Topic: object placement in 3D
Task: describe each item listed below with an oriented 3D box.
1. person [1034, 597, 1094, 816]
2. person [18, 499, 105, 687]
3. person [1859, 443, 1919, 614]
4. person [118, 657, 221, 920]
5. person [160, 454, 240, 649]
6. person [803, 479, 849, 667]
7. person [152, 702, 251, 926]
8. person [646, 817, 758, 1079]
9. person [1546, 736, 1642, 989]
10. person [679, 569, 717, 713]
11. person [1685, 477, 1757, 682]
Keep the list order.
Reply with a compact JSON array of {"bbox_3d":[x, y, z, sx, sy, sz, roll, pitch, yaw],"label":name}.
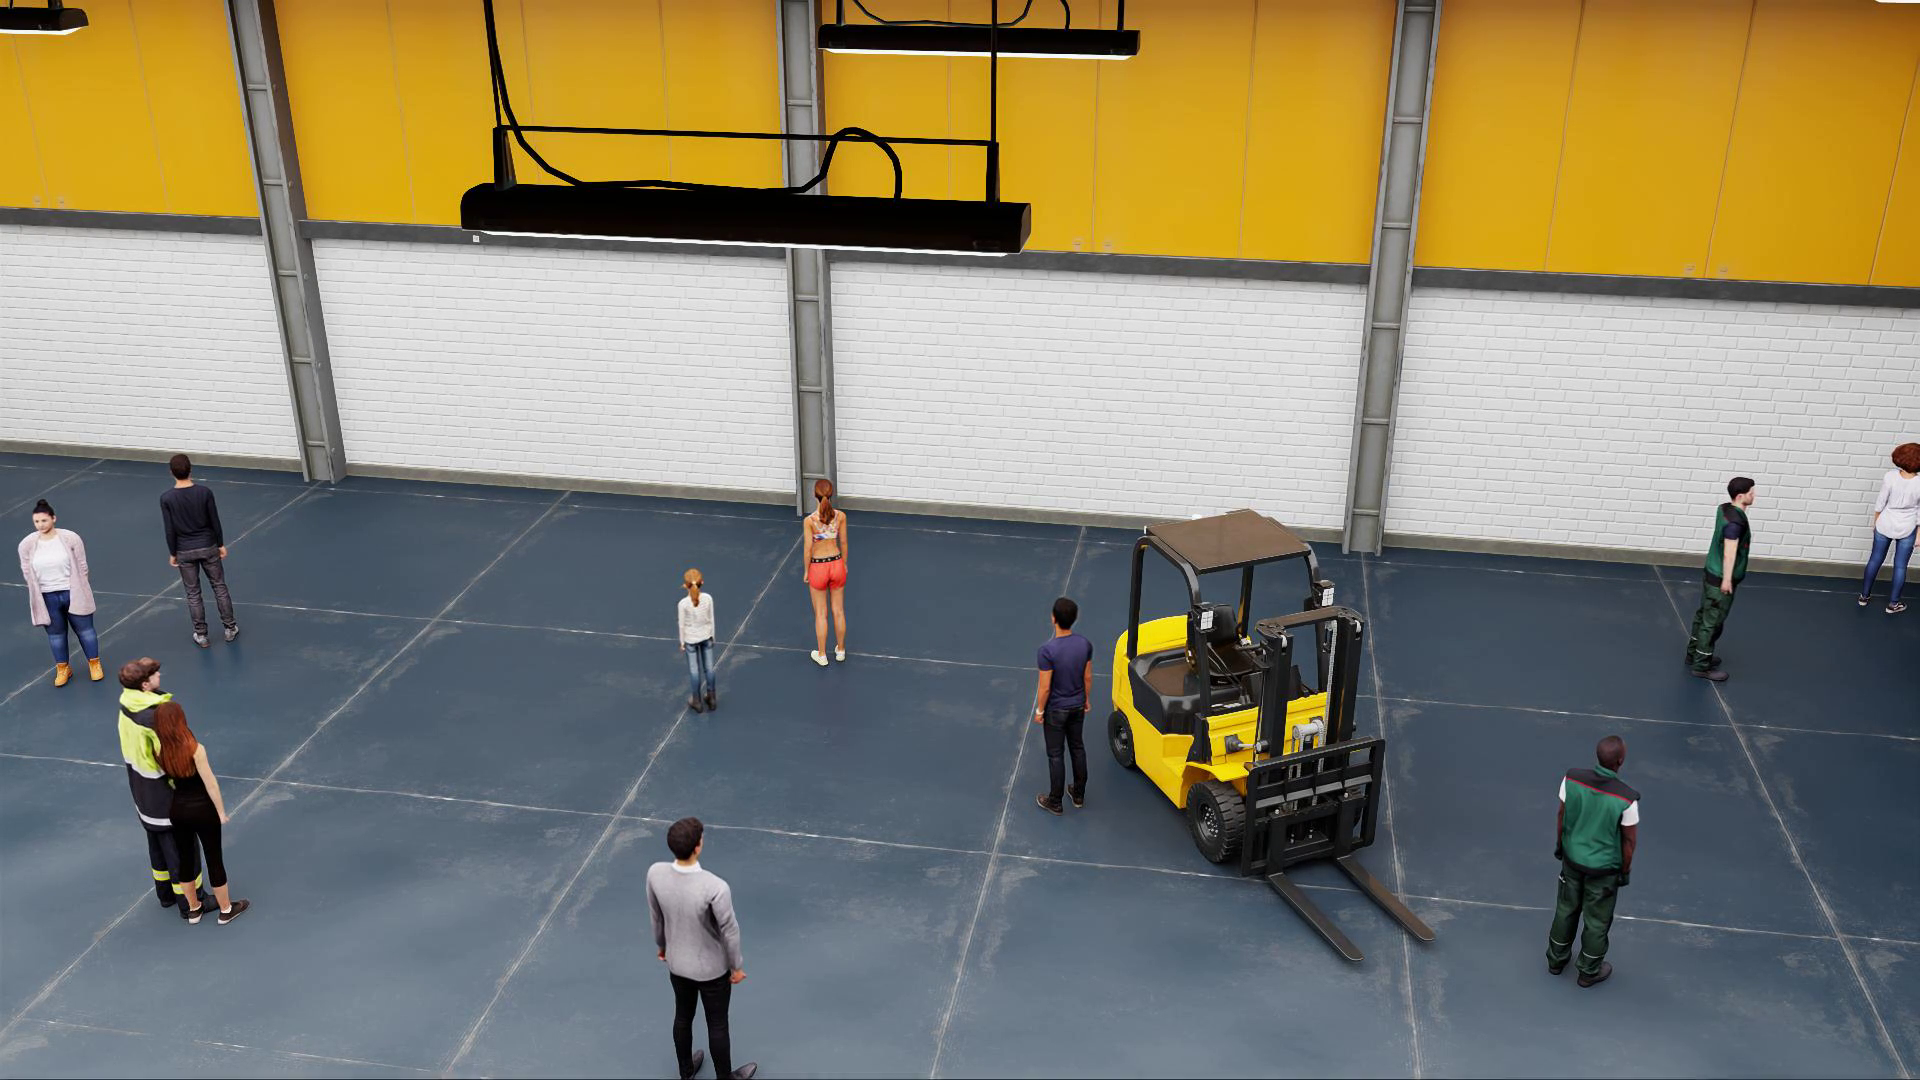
[{"bbox_3d":[0.805,1.282,12.862,0.684,1.790,0.774,-13,27,-27],"label":"person"},{"bbox_3d":[-8.005,0.454,14.814,0.747,1.744,0.851,-9,25,-19],"label":"person"},{"bbox_3d":[9.137,-0.141,16.214,0.802,1.712,0.725,-20,30,-37],"label":"person"},{"bbox_3d":[-5.577,1.715,11.632,0.786,1.983,0.928,18,29,35],"label":"person"},{"bbox_3d":[-7.102,0.095,15.480,0.700,1.869,0.778,-14,27,-28],"label":"person"},{"bbox_3d":[-1.214,0.288,15.134,0.655,1.791,0.744,-9,25,-20],"label":"person"},{"bbox_3d":[-5.341,1.891,11.549,0.454,1.726,0.628,3,24,6],"label":"person"},{"bbox_3d":[-1.572,2.492,9.928,0.647,1.923,0.851,9,25,20],"label":"person"},{"bbox_3d":[4.157,2.098,10.934,0.746,1.840,0.845,21,31,40],"label":"person"},{"bbox_3d":[-2.259,0.865,14.412,0.537,1.314,0.608,-10,25,-21],"label":"person"},{"bbox_3d":[6.848,0.314,14.941,0.586,1.899,0.686,6,24,13],"label":"person"}]
